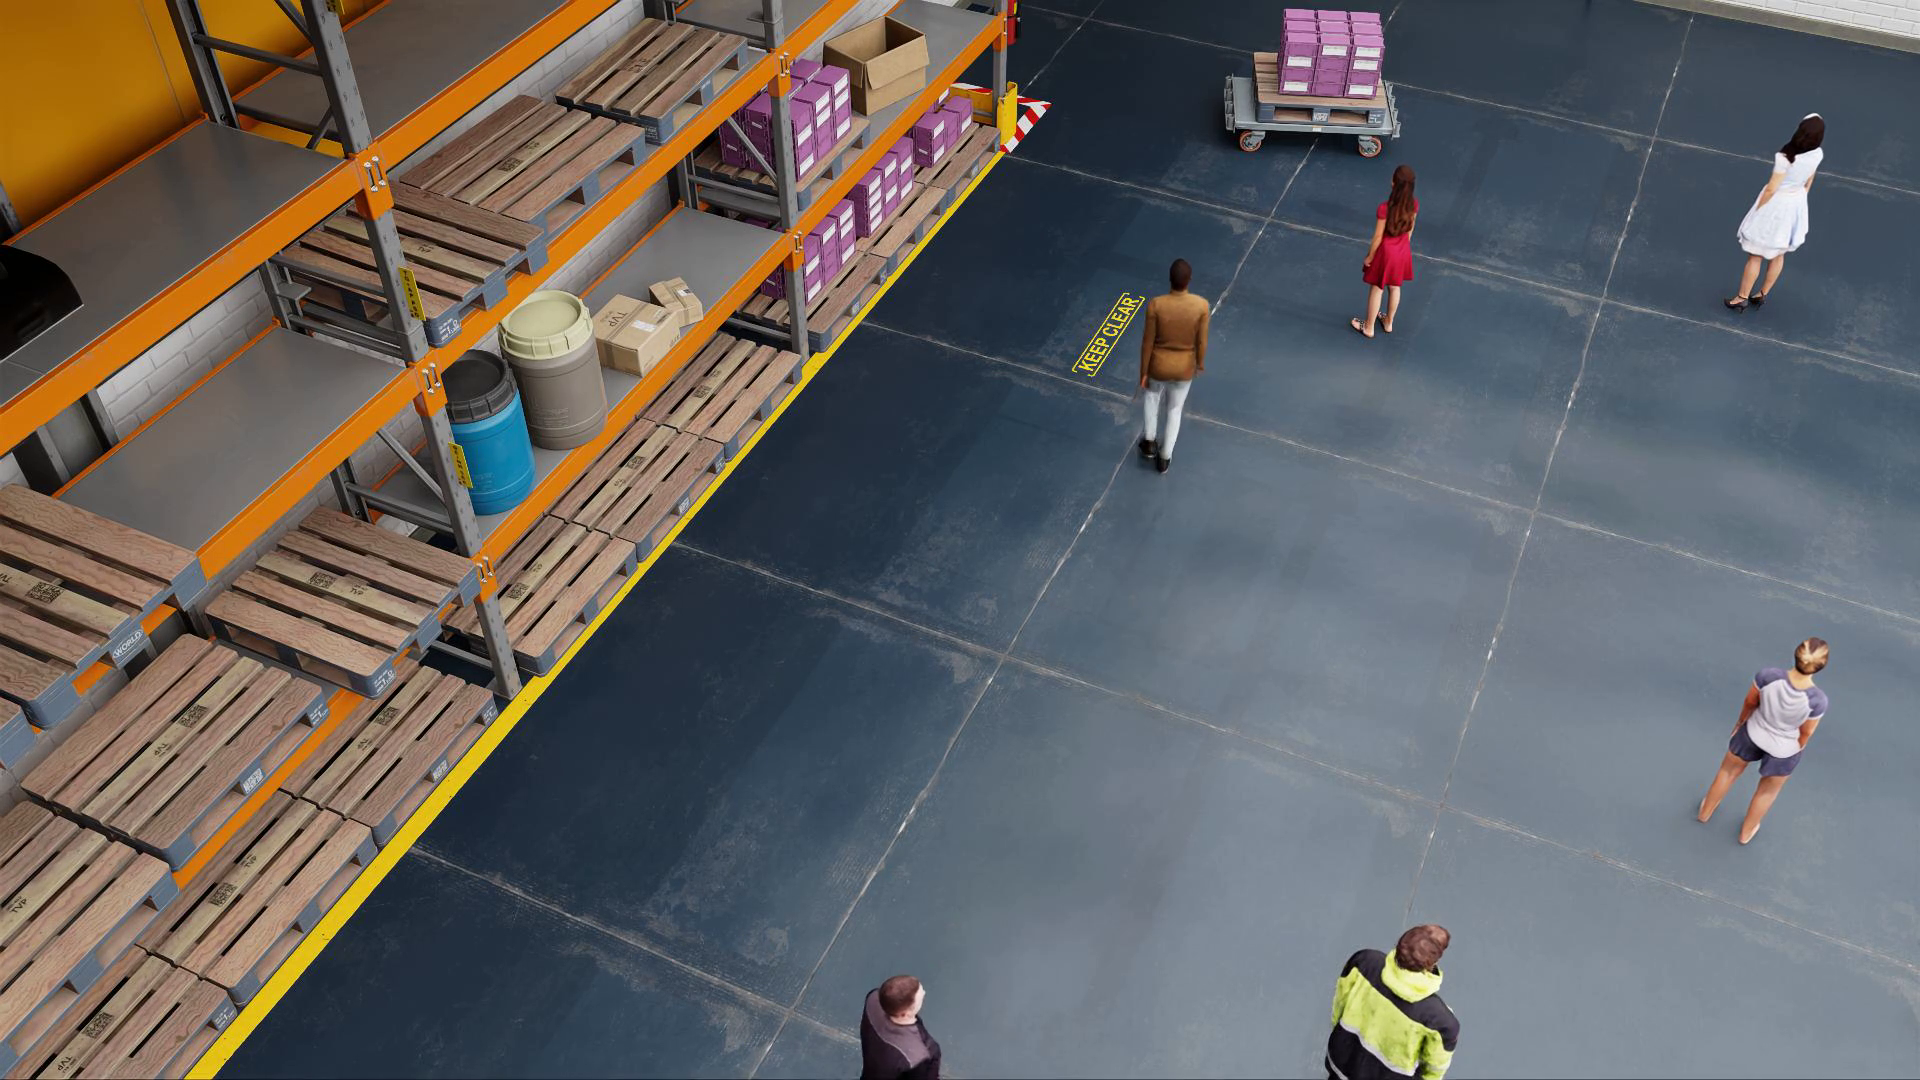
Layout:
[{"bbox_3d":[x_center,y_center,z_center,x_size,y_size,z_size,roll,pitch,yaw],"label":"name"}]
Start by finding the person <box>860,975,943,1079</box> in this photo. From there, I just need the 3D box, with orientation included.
[{"bbox_3d":[-0.380,2.706,8.061,1.222,1.799,1.064,-23,48,-22],"label":"person"}]

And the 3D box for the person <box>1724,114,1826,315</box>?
[{"bbox_3d":[6.736,-2.668,13.689,0.850,1.818,0.898,-6,44,-7],"label":"person"}]

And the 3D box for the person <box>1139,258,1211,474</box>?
[{"bbox_3d":[1.555,-1.215,12.173,0.711,1.806,0.722,5,44,6],"label":"person"}]

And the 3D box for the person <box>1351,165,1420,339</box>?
[{"bbox_3d":[3.503,-2.348,13.546,0.687,1.553,0.747,-13,45,-13],"label":"person"}]

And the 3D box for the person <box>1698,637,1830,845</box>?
[{"bbox_3d":[4.767,1.182,9.790,0.616,1.621,0.597,33,53,30],"label":"person"}]

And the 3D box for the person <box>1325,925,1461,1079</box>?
[{"bbox_3d":[2.066,2.506,8.141,0.854,1.980,0.788,35,53,31],"label":"person"}]
